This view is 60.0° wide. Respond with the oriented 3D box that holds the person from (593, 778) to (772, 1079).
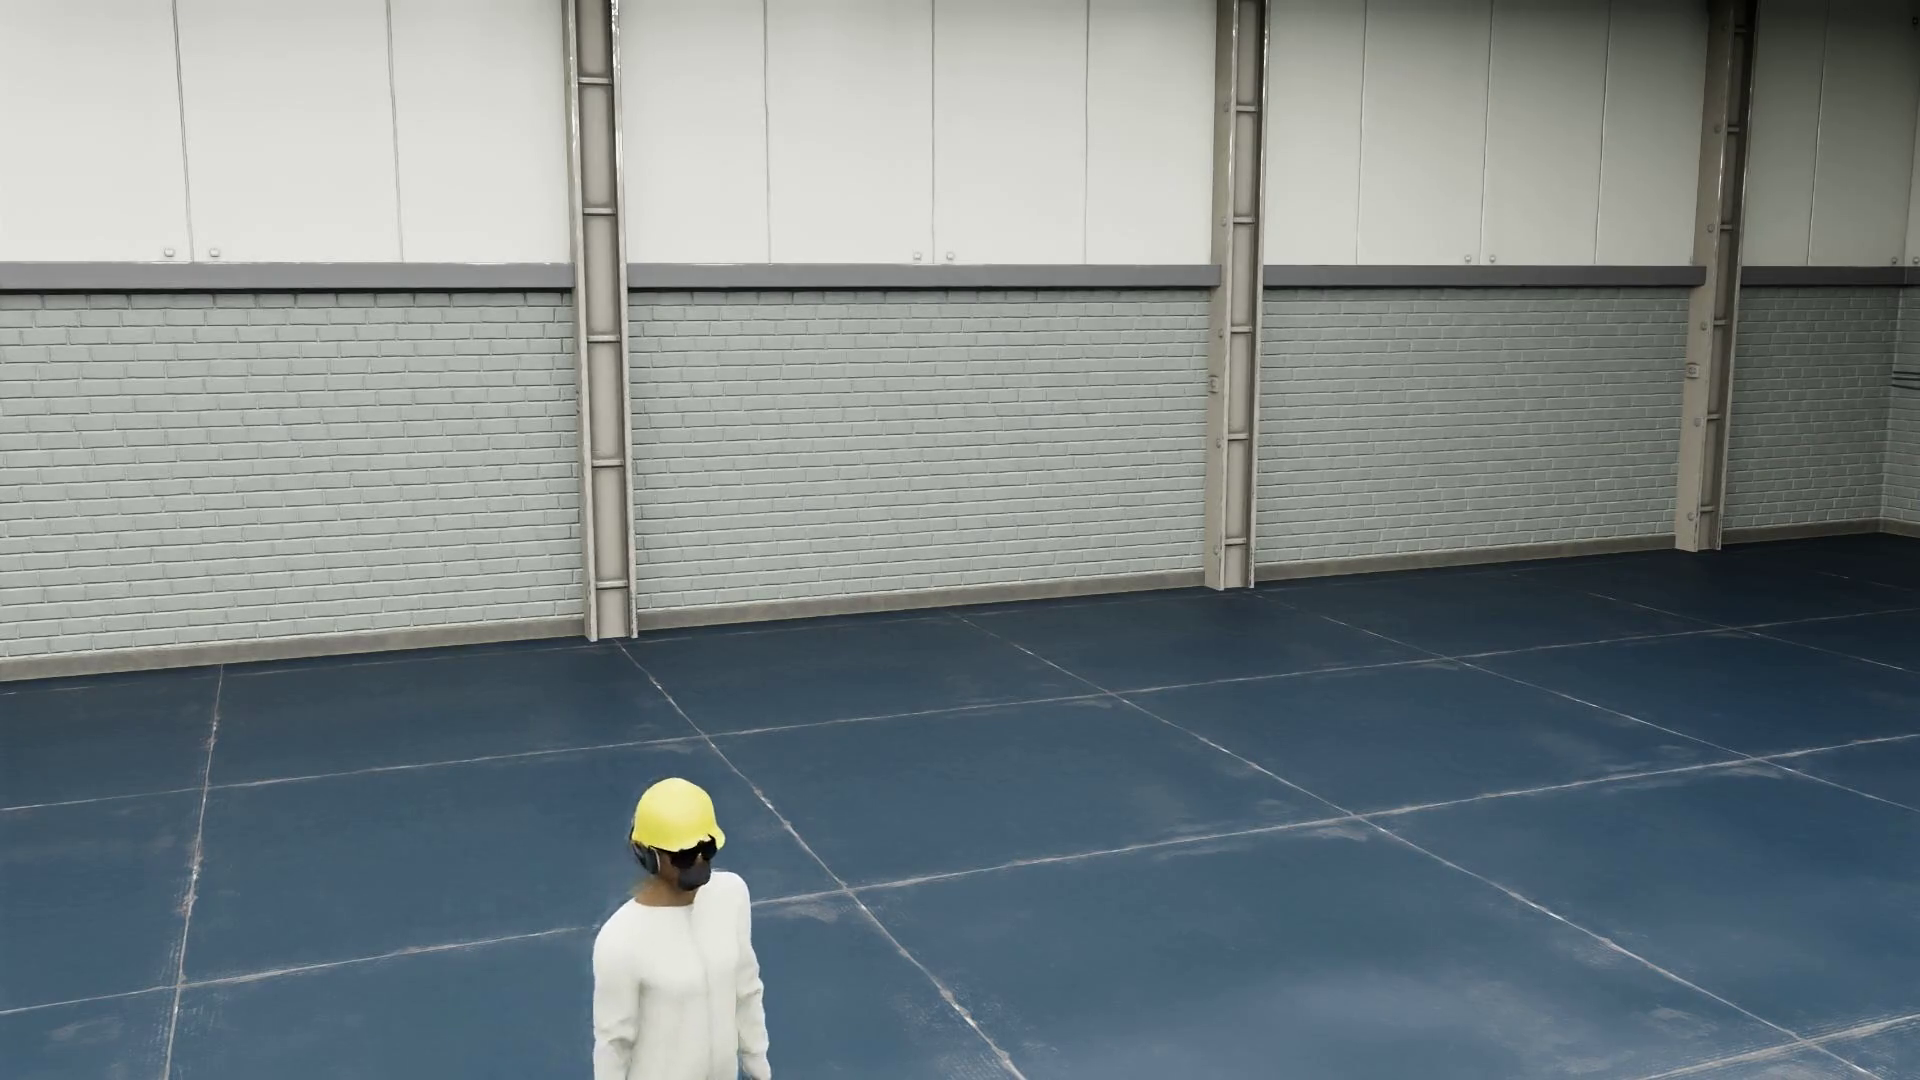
[{"bbox_3d":[-0.795,1.457,4.495,0.724,1.740,0.525,6,11,35],"label":"person"}]
